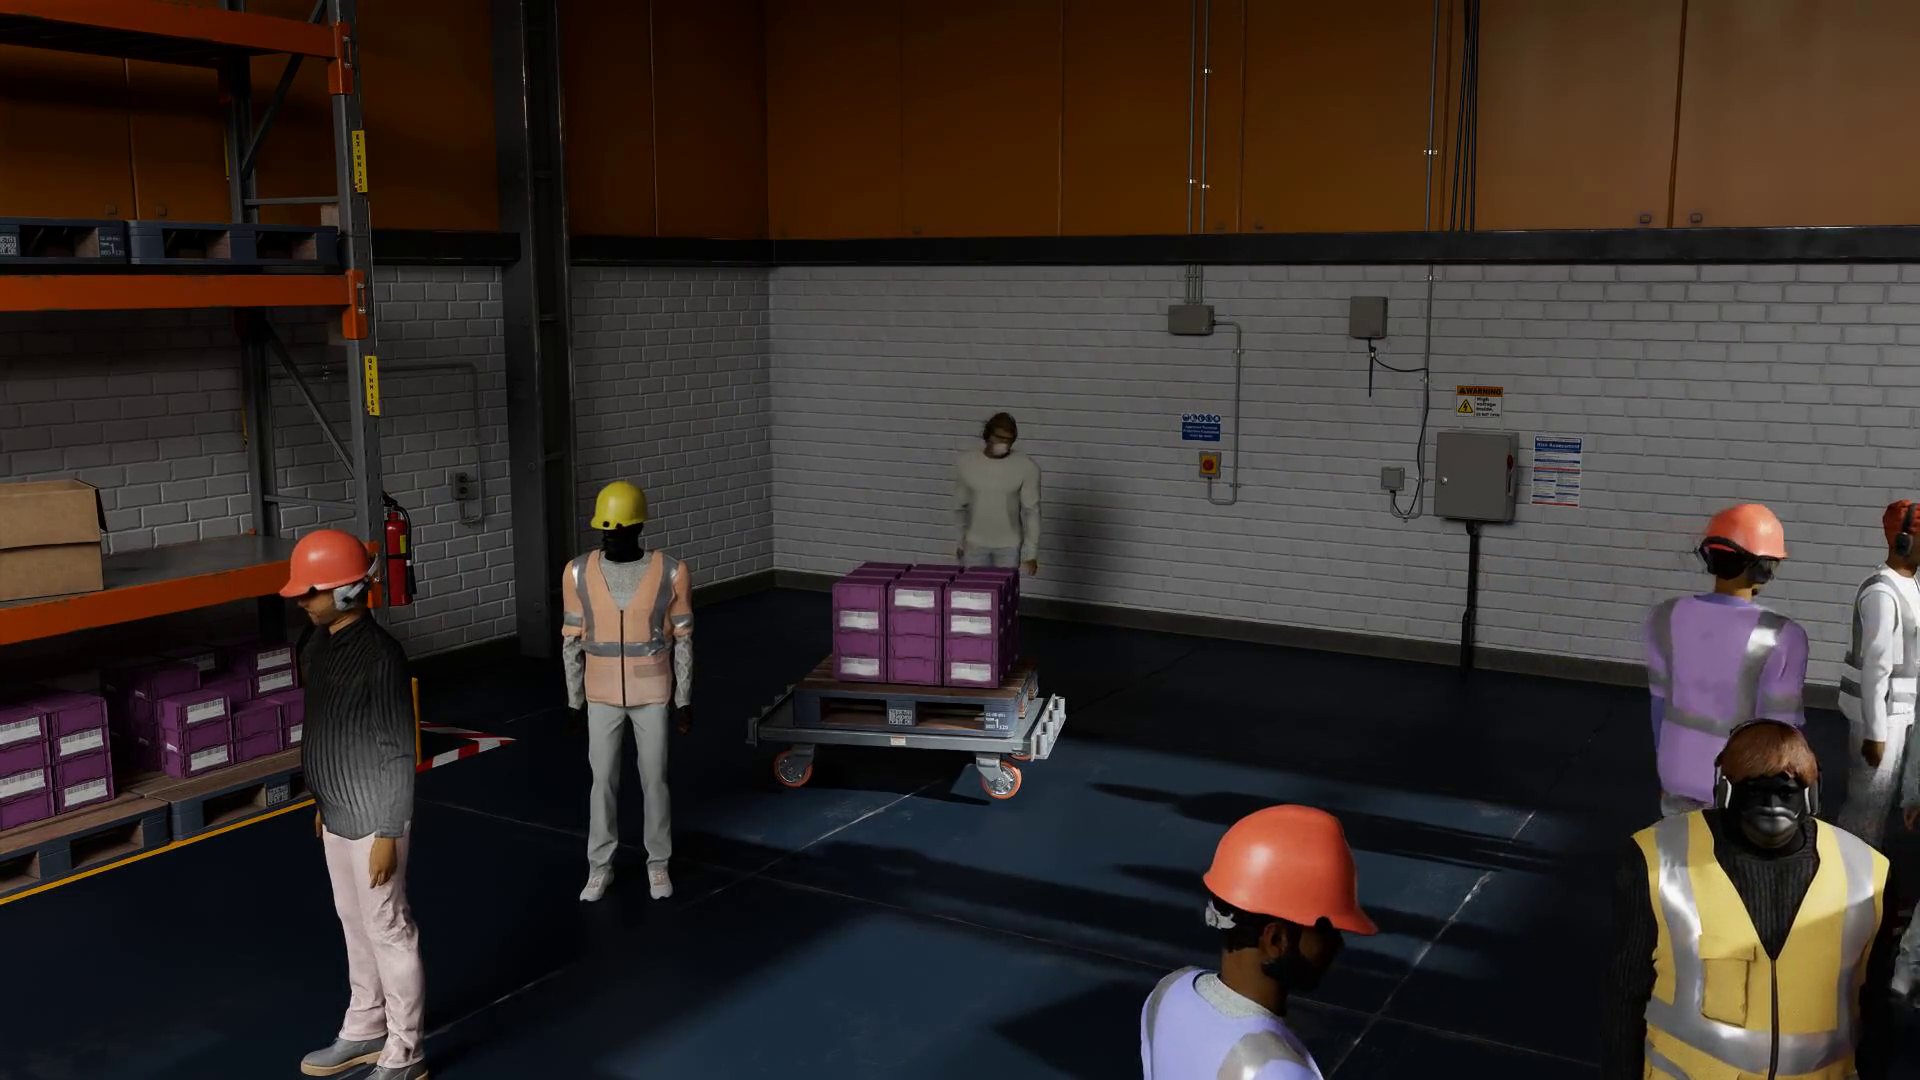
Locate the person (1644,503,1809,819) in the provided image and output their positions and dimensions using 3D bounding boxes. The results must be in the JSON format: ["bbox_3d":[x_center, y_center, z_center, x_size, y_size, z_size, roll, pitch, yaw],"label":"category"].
[{"bbox_3d":[2.722,0.877,6.040,0.611,2.022,0.605,-7,12,-38],"label":"person"}]

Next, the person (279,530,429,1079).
[{"bbox_3d":[-2.079,0.942,5.714,0.392,1.985,0.609,-8,12,-41],"label":"person"}]

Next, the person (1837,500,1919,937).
[{"bbox_3d":[4.001,0.759,7.202,0.347,1.879,0.577,7,11,37],"label":"person"}]

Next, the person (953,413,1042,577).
[{"bbox_3d":[0.260,0.049,11.547,0.646,1.895,0.605,1,9,9],"label":"person"}]

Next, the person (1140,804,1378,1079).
[{"bbox_3d":[0.527,1.411,2.968,0.374,1.928,0.542,-3,10,-17],"label":"person"}]

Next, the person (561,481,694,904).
[{"bbox_3d":[-1.494,0.685,7.515,0.588,1.923,0.383,-1,9,-3],"label":"person"}]

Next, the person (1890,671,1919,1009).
[{"bbox_3d":[3.764,1.001,6.136,0.356,1.725,0.499,-5,10,-27],"label":"person"}]

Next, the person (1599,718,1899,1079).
[{"bbox_3d":[1.819,1.309,3.867,0.636,1.842,0.429,2,9,12],"label":"person"}]
